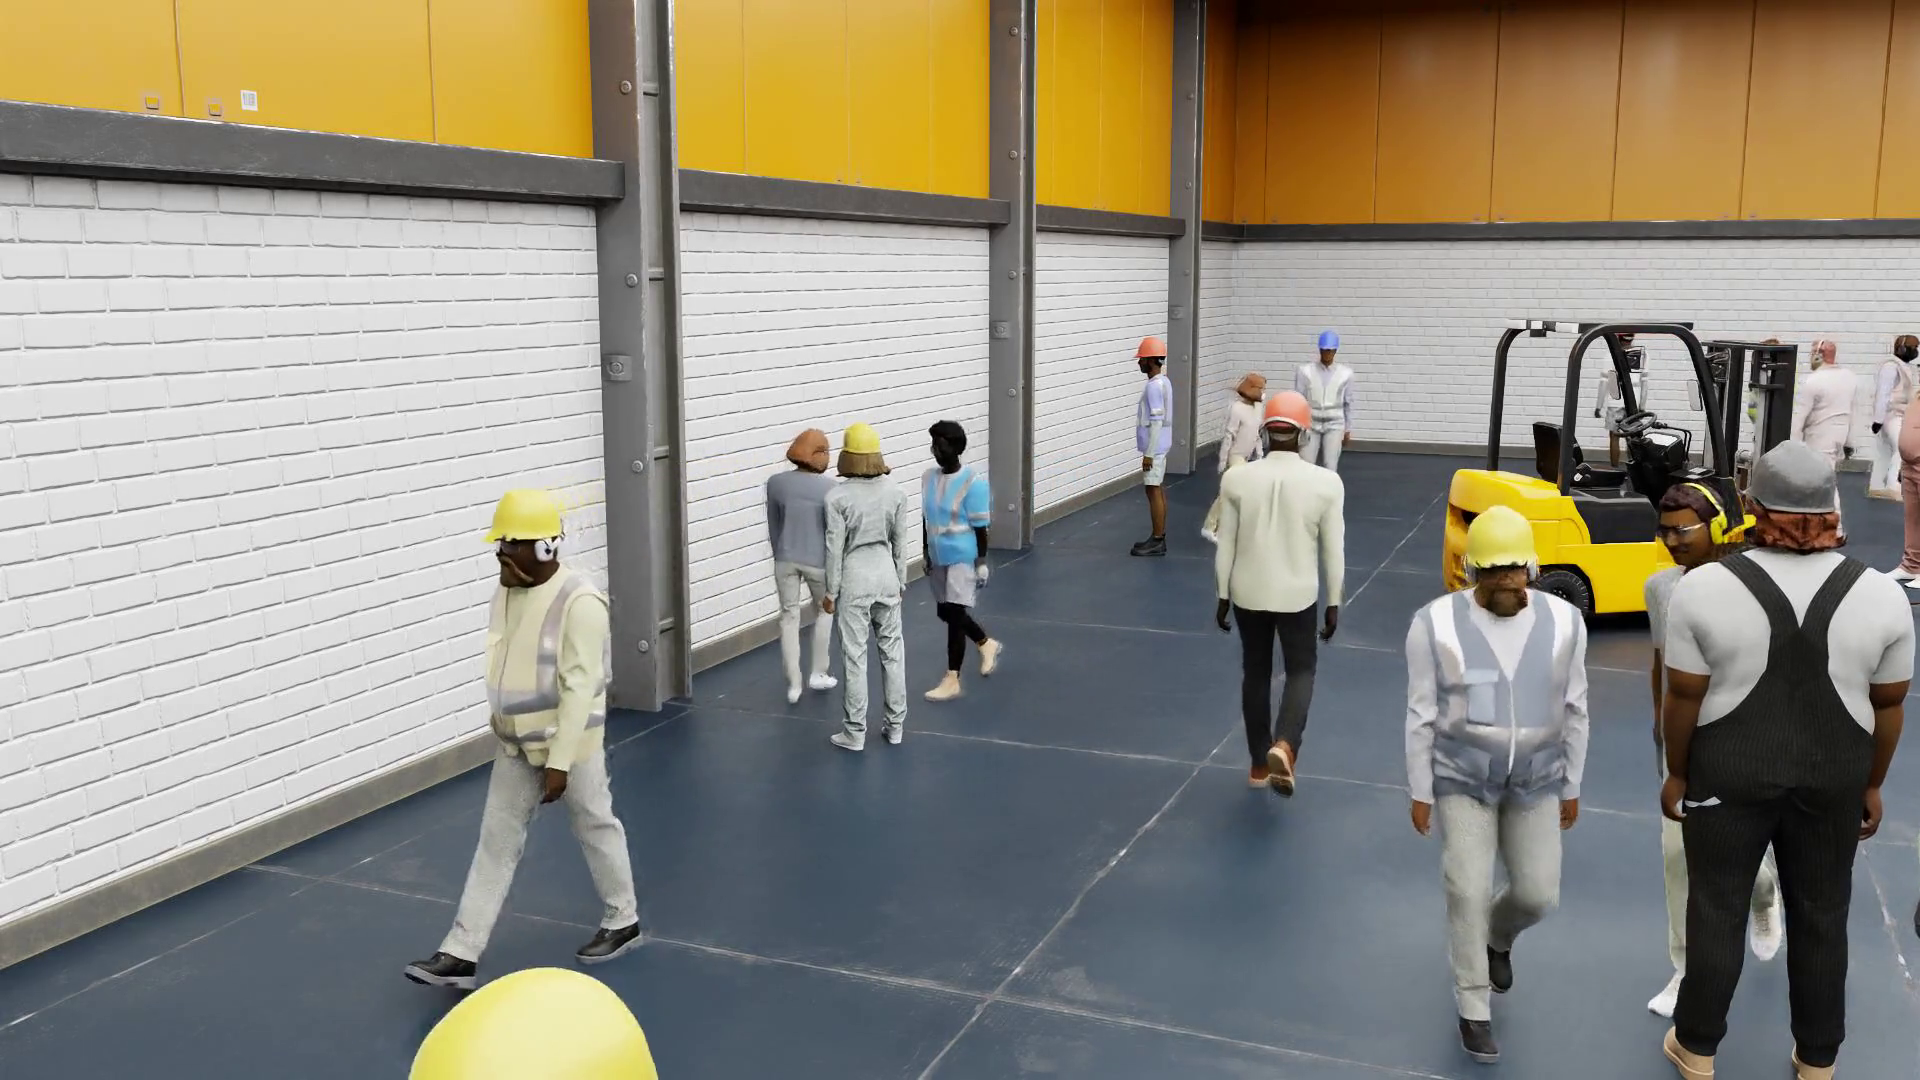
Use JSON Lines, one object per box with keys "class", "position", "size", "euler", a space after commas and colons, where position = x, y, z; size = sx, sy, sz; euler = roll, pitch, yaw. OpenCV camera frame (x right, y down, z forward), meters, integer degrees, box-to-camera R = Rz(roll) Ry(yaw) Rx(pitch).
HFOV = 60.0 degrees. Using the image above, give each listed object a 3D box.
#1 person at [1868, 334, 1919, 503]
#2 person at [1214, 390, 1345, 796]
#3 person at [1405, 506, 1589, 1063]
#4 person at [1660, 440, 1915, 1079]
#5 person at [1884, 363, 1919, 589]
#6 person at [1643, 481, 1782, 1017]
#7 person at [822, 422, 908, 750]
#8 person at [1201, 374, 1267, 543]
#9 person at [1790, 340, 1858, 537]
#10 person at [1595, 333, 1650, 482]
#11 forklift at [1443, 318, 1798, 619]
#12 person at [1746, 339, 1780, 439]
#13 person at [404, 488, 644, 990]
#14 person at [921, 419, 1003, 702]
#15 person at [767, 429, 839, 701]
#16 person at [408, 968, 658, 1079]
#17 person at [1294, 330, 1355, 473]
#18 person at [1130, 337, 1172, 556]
{"class": "person", "position": [10.256, -1.323, 18.114], "size": [0.630, 1.817, 0.646], "euler": [8, 12, 41]}
{"class": "person", "position": [1.517, 0.275, 7.992], "size": [0.629, 1.977, 0.674], "euler": [3, 10, 18]}
{"class": "person", "position": [1.752, 0.767, 5.489], "size": [0.586, 1.811, 0.527], "euler": [1, 9, 4]}
{"class": "person", "position": [2.524, 0.701, 5.193], "size": [0.682, 2.000, 0.537], "euler": [2, 10, 14]}
{"class": "person", "position": [7.709, -0.569, 13.297], "size": [0.410, 1.909, 0.643], "euler": [0, 9, 0]}
{"class": "person", "position": [2.652, 0.700, 5.814], "size": [0.690, 1.835, 0.558], "euler": [-8, 12, -40]}
{"class": "person", "position": [-0.507, 0.245, 8.853], "size": [0.484, 1.745, 0.292], "euler": [-5, 11, -29]}
{"class": "person", "position": [2.554, -0.722, 15.185], "size": [0.881, 1.586, 0.536], "euler": [6, 11, 34]}
{"class": "person", "position": [8.004, -0.934, 15.630], "size": [0.670, 1.860, 0.936], "euler": [-5, 10, -26]}
{"class": "person", "position": [7.794, -1.620, 19.582], "size": [0.555, 1.934, 0.372], "euler": [-1, 9, -6]}
{"class": "forklift", "position": [4.706, -0.497, 11.990], "size": [2.313, 2.155, 1.214], "euler": [-2, 10, -10]}
{"class": "person", "position": [8.534, -1.219, 17.569], "size": [0.432, 1.808, 0.713], "euler": [5, 11, 30]}
{"class": "person", "position": [-1.524, 0.711, 5.899], "size": [0.591, 1.781, 0.924], "euler": [7, 12, 36]}
{"class": "person", "position": [0.018, 0.097, 9.966], "size": [0.645, 1.672, 0.549], "euler": [-9, 13, -43]}
{"class": "person", "position": [-0.905, 0.138, 9.926], "size": [0.493, 1.604, 0.583], "euler": [2, 10, 11]}
{"class": "person", "position": [-0.384, 1.349, 1.712], "size": [0.604, 1.897, 0.841], "euler": [6, 11, 30]}
{"class": "person", "position": [3.642, -1.144, 16.695], "size": [0.628, 1.929, 0.491], "euler": [2, 10, 12]}
{"class": "person", "position": [1.689, -0.821, 14.727], "size": [0.357, 1.936, 0.551], "euler": [2, 10, 13]}
